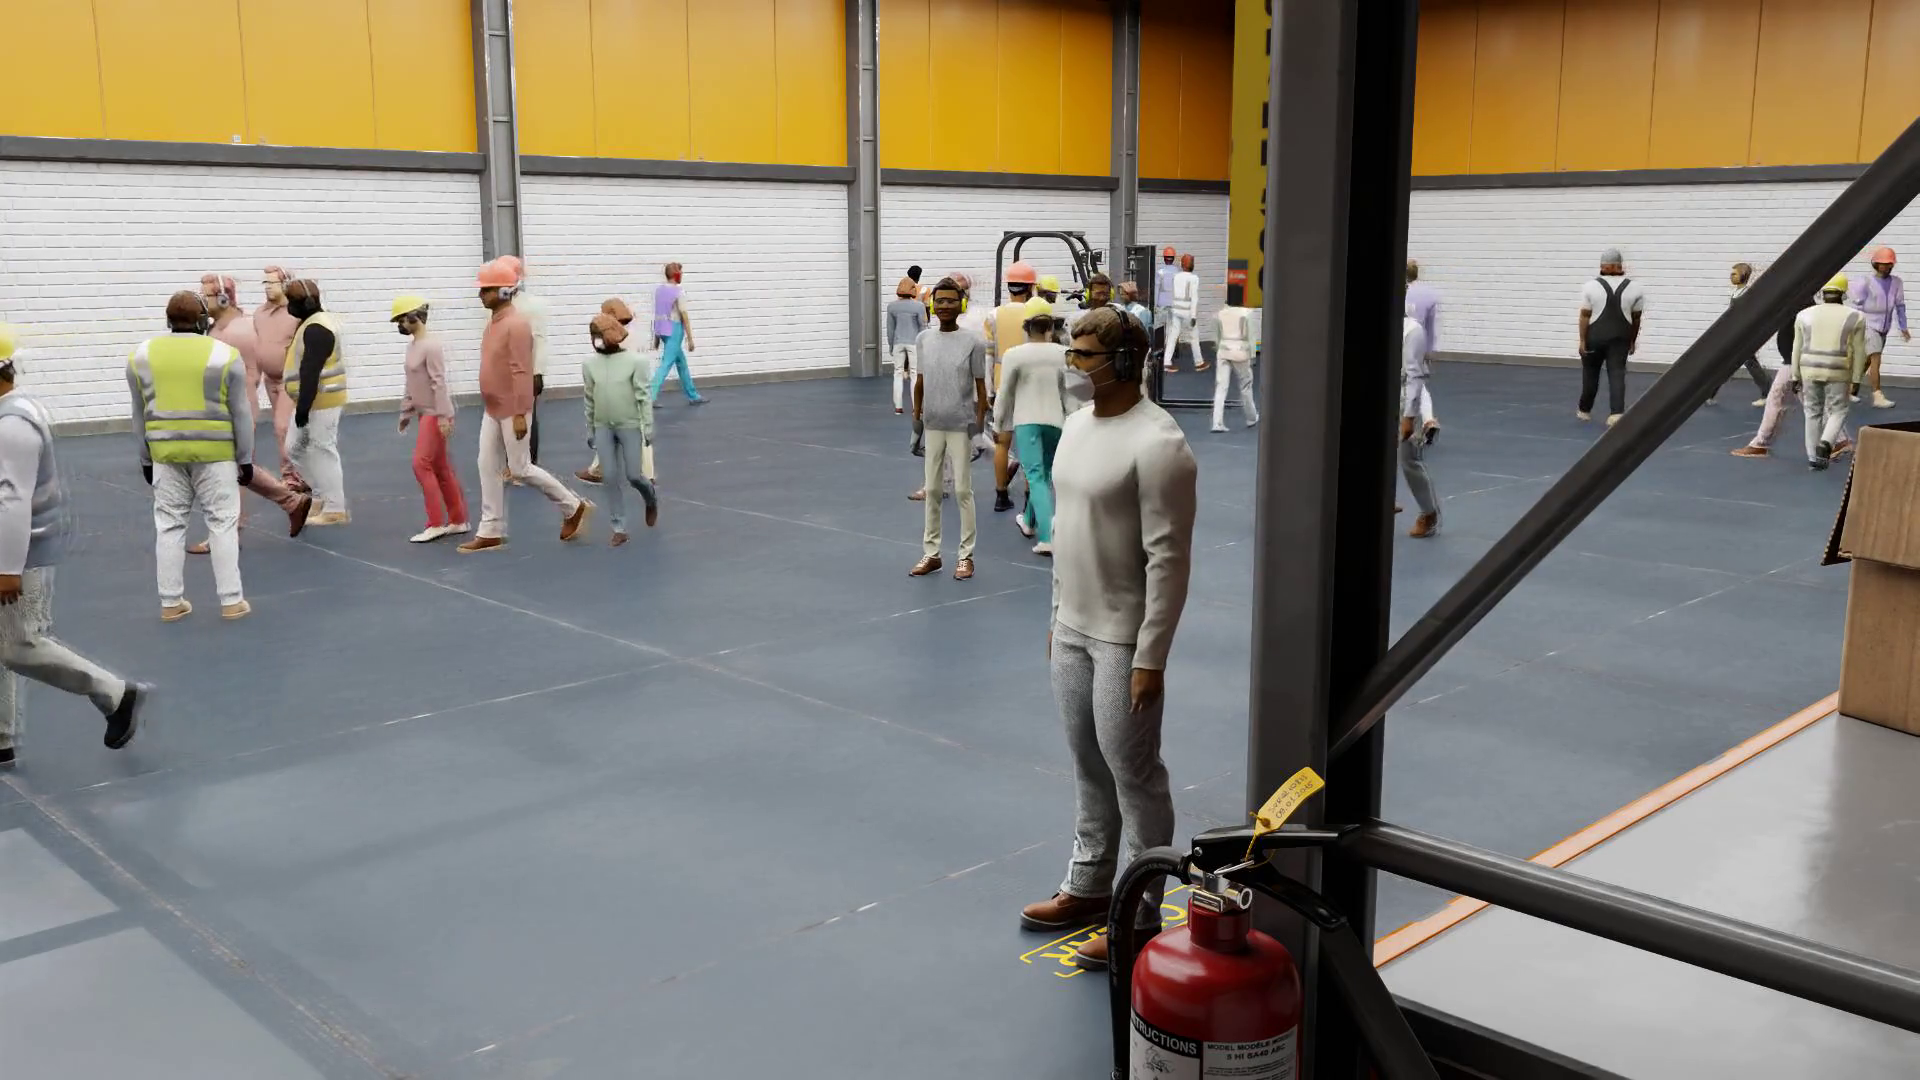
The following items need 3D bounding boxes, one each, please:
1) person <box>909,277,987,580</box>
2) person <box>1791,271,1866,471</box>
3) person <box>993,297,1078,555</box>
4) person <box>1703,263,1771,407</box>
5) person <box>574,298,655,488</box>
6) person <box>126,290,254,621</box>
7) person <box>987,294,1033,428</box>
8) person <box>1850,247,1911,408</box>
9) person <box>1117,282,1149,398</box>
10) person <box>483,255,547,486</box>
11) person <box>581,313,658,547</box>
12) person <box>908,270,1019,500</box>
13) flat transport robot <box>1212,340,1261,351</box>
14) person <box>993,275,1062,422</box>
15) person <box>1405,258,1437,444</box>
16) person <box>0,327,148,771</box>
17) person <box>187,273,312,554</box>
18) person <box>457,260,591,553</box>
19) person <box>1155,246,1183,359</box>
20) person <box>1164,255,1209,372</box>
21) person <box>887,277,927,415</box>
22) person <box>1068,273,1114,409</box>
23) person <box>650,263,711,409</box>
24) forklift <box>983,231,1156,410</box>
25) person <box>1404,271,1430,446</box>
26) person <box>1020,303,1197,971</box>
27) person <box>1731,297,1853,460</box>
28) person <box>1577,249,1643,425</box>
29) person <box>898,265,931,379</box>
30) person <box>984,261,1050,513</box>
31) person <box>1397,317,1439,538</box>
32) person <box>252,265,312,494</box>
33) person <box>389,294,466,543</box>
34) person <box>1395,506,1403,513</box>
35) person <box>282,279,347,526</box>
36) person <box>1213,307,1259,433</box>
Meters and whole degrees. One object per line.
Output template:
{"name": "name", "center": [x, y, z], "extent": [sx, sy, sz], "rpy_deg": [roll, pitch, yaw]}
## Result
{"name": "person", "center": [-0.079, -0.688, 10.352], "extent": [0.515, 1.877, 0.328], "rpy_deg": [4, 11, 23]}
{"name": "person", "center": [7.766, -1.496, 14.920], "extent": [0.604, 1.810, 0.595], "rpy_deg": [8, 13, 37]}
{"name": "person", "center": [0.506, -0.787, 11.332], "extent": [0.542, 1.715, 0.939], "rpy_deg": [-4, 11, -21]}
{"name": "person", "center": [9.752, -2.552, 20.754], "extent": [1.000, 1.796, 0.523], "rpy_deg": [2, 10, 8]}
{"name": "person", "center": [-2.927, -1.233, 14.070], "extent": [0.826, 1.592, 0.523], "rpy_deg": [5, 11, 23]}
{"name": "person", "center": [-4.241, -0.460, 9.242], "extent": [0.627, 1.833, 0.434], "rpy_deg": [-1, 10, -7]}
{"name": "person", "center": [0.601, -1.954, 17.994], "extent": [0.835, 1.599, 0.542], "rpy_deg": [-5, 11, -24]}
{"name": "person", "center": [11.466, -2.672, 20.884], "extent": [0.615, 1.997, 1.038], "rpy_deg": [-3, 11, -13]}
{"name": "person", "center": [1.833, -2.023, 18.327], "extent": [0.638, 1.614, 0.530], "rpy_deg": [-7, 13, -35]}
{"name": "person", "center": [-3.788, -1.429, 14.150], "extent": [0.615, 1.965, 0.432], "rpy_deg": [2, 11, 12]}
{"name": "person", "center": [-2.358, -0.778, 11.584], "extent": [0.510, 1.607, 0.558], "rpy_deg": [2, 11, 12]}
{"name": "person", "center": [0.049, -1.241, 13.408], "extent": [0.888, 1.861, 0.651], "rpy_deg": [-2, 11, -13]}
{"name": "flat transport robot", "center": [5.374, -3.527, 30.208], "extent": [1.431, 0.197, 0.652], "rpy_deg": [-3, 11, -14]}
{"name": "person", "center": [0.705, -1.803, 16.794], "extent": [0.647, 1.730, 0.572], "rpy_deg": [-4, 11, -21]}
{"name": "person", "center": [4.634, -1.947, 17.153], "extent": [0.642, 1.907, 0.961], "rpy_deg": [-3, 11, -14]}
{"name": "person", "center": [-3.715, 0.032, 6.582], "extent": [0.690, 1.815, 0.600], "rpy_deg": [-9, 14, -40]}
{"name": "person", "center": [-4.865, -0.860, 11.257], "extent": [0.733, 1.882, 0.642], "rpy_deg": [-5, 11, -24]}
{"name": "person", "center": [-2.995, -0.903, 11.270], "extent": [0.826, 1.974, 0.623], "rpy_deg": [-8, 13, -37]}
{"name": "person", "center": [3.597, -4.095, 28.756], "extent": [0.545, 1.938, 0.362], "rpy_deg": [-1, 10, -8]}
{"name": "person", "center": [3.520, -3.540, 26.027], "extent": [0.980, 1.832, 0.598], "rpy_deg": [-9, 14, -41]}
{"name": "person", "center": [-0.626, -2.304, 19.816], "extent": [0.497, 1.634, 0.278], "rpy_deg": [3, 11, 18]}
{"name": "person", "center": [1.127, -1.287, 13.740], "extent": [0.547, 1.832, 0.721], "rpy_deg": [-1, 10, -4]}
{"name": "person", "center": [-3.555, -2.533, 20.629], "extent": [1.000, 1.796, 0.579], "rpy_deg": [-9, 13, -39]}
{"name": "forklift", "center": [1.222, -2.721, 20.561], "extent": [2.313, 2.155, 1.214], "rpy_deg": [2, 11, 13]}
{"name": "person", "center": [4.245, -1.720, 16.145], "extent": [0.990, 1.818, 0.517], "rpy_deg": [-6, 12, -28]}
{"name": "person", "center": [0.437, 0.282, 4.888], "extent": [0.373, 1.940, 0.629], "rpy_deg": [-5, 12, -26]}
{"name": "person", "center": [7.987, -1.704, 15.764], "extent": [1.022, 1.930, 0.651], "rpy_deg": [7, 12, 32]}
{"name": "person", "center": [7.354, -2.332, 18.862], "extent": [0.698, 2.000, 1.035], "rpy_deg": [1, 10, 7]}
{"name": "person", "center": [-0.671, -3.210, 24.607], "extent": [0.535, 1.693, 0.317], "rpy_deg": [4, 11, 19]}
{"name": "person", "center": [0.462, -1.170, 12.804], "extent": [0.553, 1.933, 0.367], "rpy_deg": [5, 11, 24]}
{"name": "person", "center": [3.001, -0.913, 11.519], "extent": [1.006, 1.905, 0.614], "rpy_deg": [-8, 13, -37]}
{"name": "person", "center": [-5.567, -1.280, 13.547], "extent": [0.664, 1.878, 0.736], "rpy_deg": [5, 12, 27]}
{"name": "person", "center": [-3.767, -0.852, 11.667], "extent": [0.597, 1.726, 0.547], "rpy_deg": [-7, 12, -32]}
{"name": "person", "center": [3.040, -1.122, 12.666], "extent": [0.692, 1.892, 0.642], "rpy_deg": [-4, 11, -21]}
{"name": "person", "center": [-4.761, -0.997, 12.211], "extent": [0.489, 1.817, 0.621], "rpy_deg": [-6, 12, -28]}
{"name": "person", "center": [3.025, -1.972, 18.132], "extent": [0.549, 1.581, 0.883], "rpy_deg": [7, 13, 35]}
